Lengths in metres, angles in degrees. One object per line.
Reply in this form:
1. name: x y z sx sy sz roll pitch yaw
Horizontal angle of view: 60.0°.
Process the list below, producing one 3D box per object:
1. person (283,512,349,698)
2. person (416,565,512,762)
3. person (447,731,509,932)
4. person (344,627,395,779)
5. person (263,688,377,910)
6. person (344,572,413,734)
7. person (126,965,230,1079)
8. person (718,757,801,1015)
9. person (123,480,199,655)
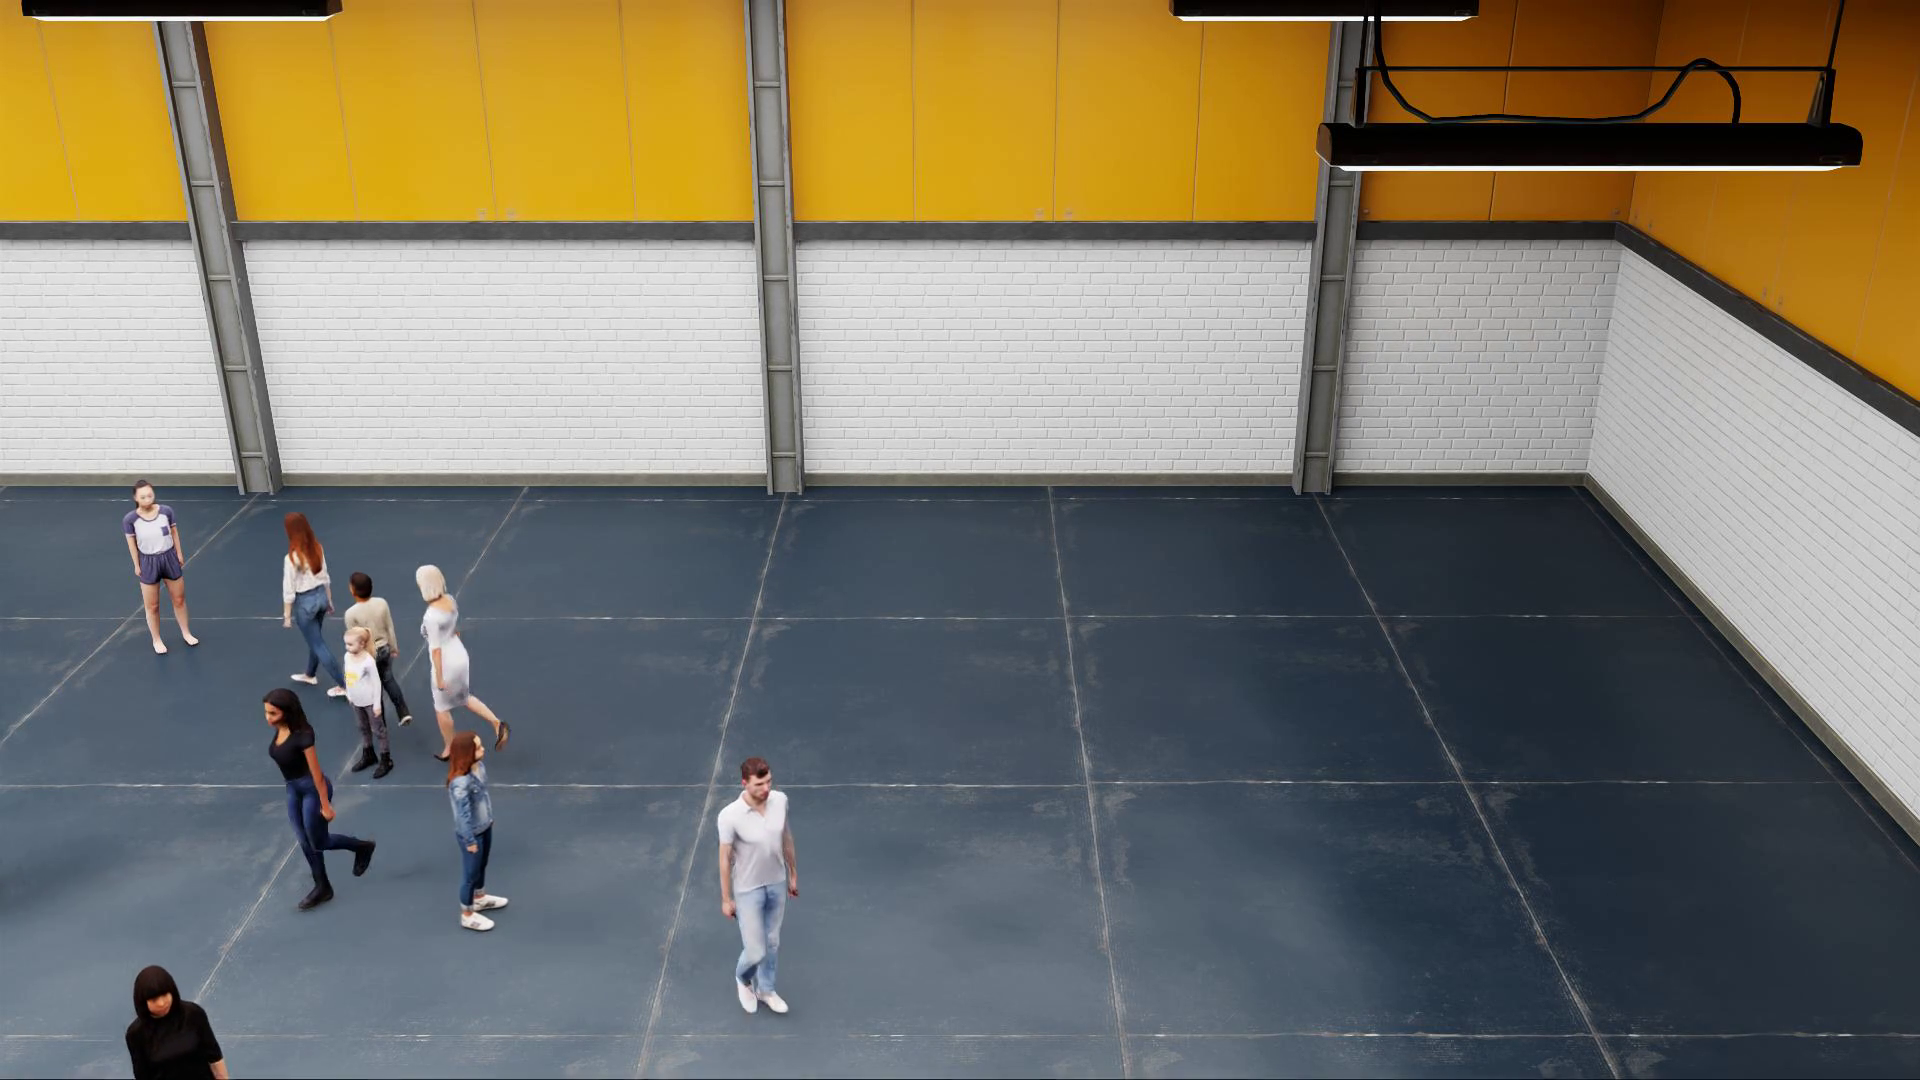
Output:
1. person: -5.504 0.582 14.233 1.048 1.704 0.820 9 25 20
2. person: -3.982 1.014 13.218 0.948 1.726 0.680 2 24 5
3. person: -3.331 1.967 11.356 0.507 1.471 0.582 2 24 4
4. person: -4.709 1.262 13.208 0.546 1.279 0.629 13 27 27
5. person: -4.442 1.755 11.535 0.936 1.716 0.895 -21 31 -39
6. person: -4.785 0.965 13.667 0.805 1.455 0.739 17 29 34
7. person: -4.199 2.927 8.990 1.089 1.606 1.071 -17 29 -34
8. person: -1.317 2.145 10.482 0.792 1.844 0.863 -19 30 -36
9. person: -7.289 0.230 15.111 0.636 1.646 0.720 -18 29 -35
